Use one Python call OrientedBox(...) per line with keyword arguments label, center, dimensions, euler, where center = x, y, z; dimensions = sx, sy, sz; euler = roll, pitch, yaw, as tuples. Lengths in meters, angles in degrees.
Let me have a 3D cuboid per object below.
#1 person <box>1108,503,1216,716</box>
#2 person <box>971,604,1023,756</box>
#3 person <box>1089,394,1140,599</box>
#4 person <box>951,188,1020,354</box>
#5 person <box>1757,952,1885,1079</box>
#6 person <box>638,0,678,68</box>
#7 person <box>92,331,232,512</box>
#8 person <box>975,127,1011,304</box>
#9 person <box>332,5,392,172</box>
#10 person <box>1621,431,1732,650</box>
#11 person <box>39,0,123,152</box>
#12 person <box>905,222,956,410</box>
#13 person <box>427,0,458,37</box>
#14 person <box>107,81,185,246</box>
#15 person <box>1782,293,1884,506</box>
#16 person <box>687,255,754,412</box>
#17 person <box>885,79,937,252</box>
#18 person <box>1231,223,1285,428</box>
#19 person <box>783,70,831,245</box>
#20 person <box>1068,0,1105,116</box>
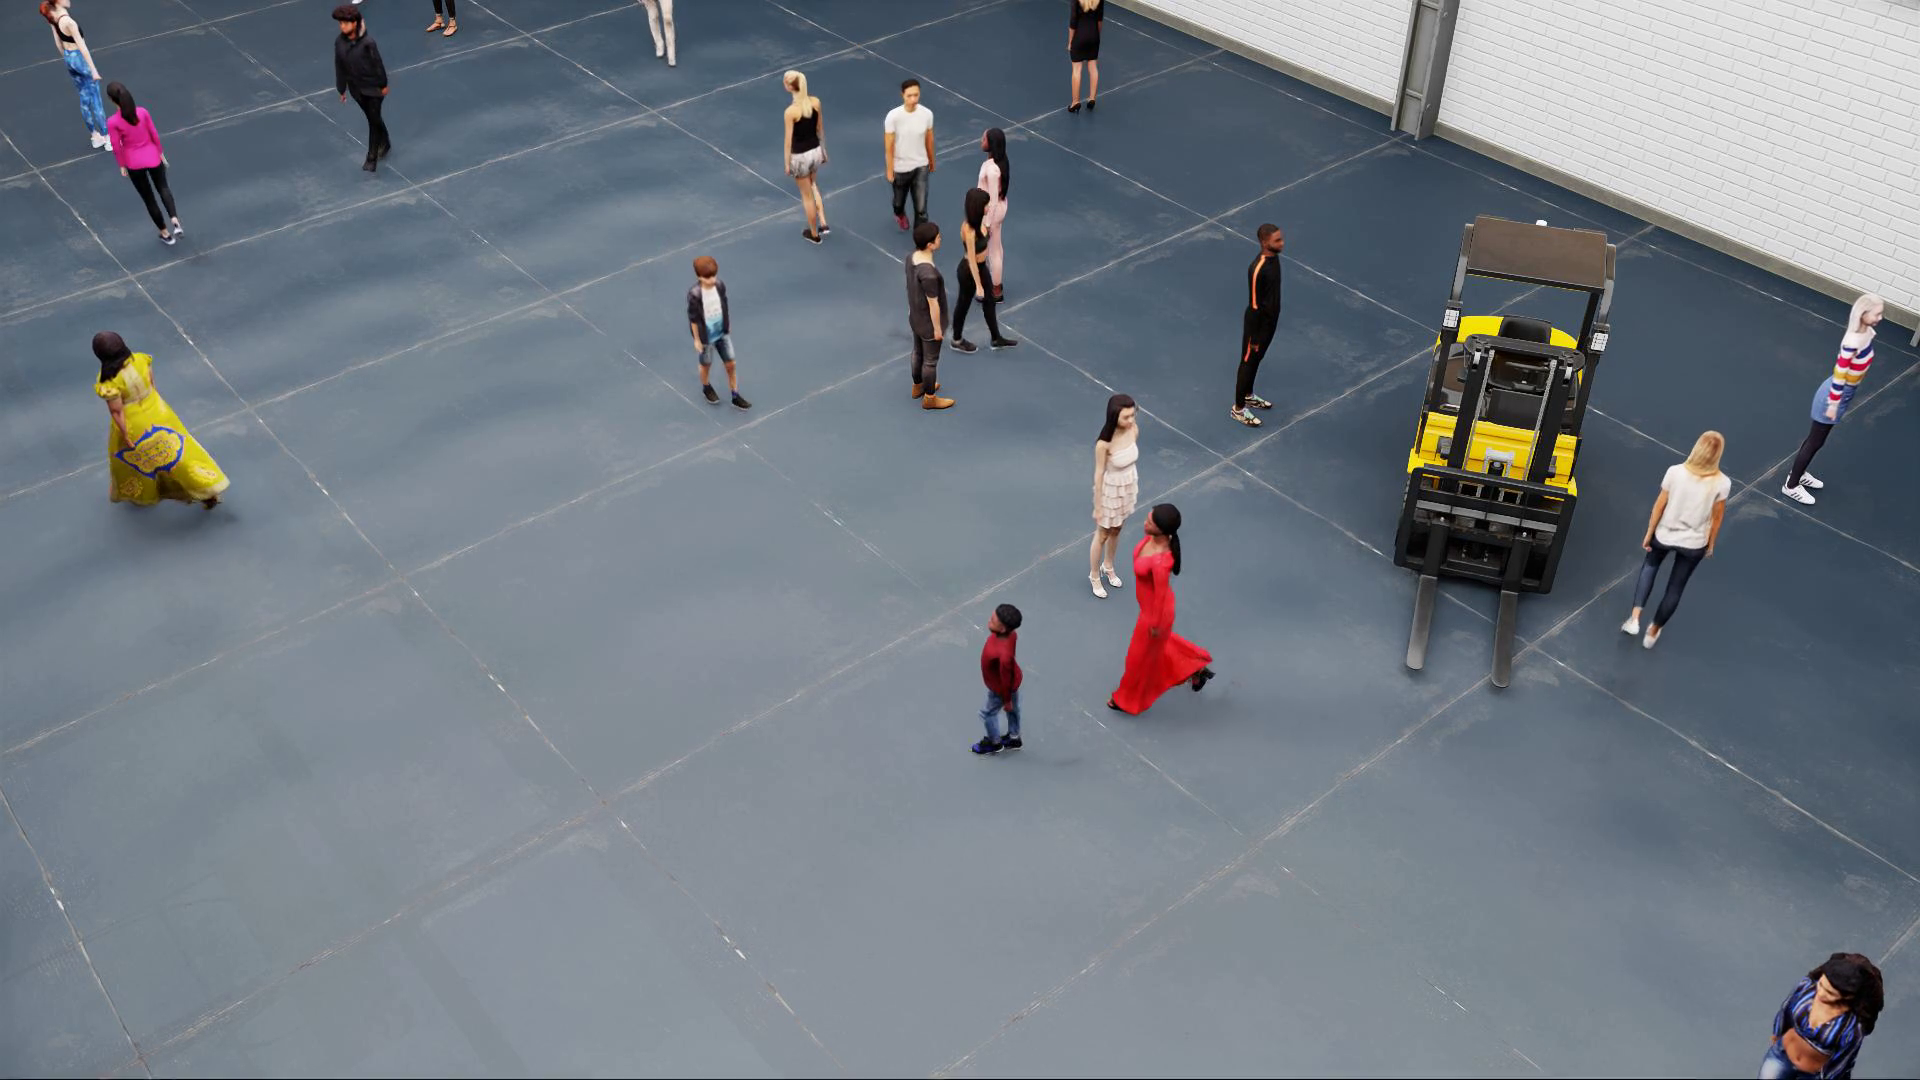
OrientedBox(label="person", center=(1.366, 0.474, 11.046), dimensions=(1.028, 1.767, 0.979), euler=(1, 39, 2))
OrientedBox(label="person", center=(0.346, 0.925, 10.892), dimensions=(0.686, 1.244, 0.628), euler=(6, 39, 7))
OrientedBox(label="person", center=(1.117, -0.327, 12.066), dimensions=(0.571, 1.735, 0.525), euler=(-30, 47, -32))
OrientedBox(label="person", center=(0.035, -2.372, 14.713), dimensions=(0.952, 1.628, 0.842), euler=(10, 40, 12))
OrientedBox(label="person", center=(4.327, 2.654, 8.439), dimensions=(0.743, 1.604, 0.913), euler=(-20, 43, -24))
OrientedBox(label="person", center=(-3.666, -6.693, 19.970), dimensions=(0.959, 1.818, 1.083), euler=(-3, 39, -4))
OrientedBox(label="person", center=(-6.241, -0.875, 12.852), dimensions=(1.279, 1.621, 1.004), euler=(19, 42, 22))
OrientedBox(label="person", center=(0.310, -3.024, 15.455), dimensions=(0.752, 1.721, 0.691), euler=(3, 39, 4))
OrientedBox(label="person", center=(-6.324, -4.870, 17.761), dimensions=(1.099, 1.727, 1.127), euler=(5, 39, 6))
OrientedBox(label="person", center=(4.971, 0.064, 11.524), dimensions=(0.683, 1.801, 0.764), euler=(21, 43, 24))
OrientedBox(label="person", center=(-9.518, -5.099, 18.007), dimensions=(0.626, 1.787, 0.715), euler=(20, 43, 23))
OrientedBox(label="person", center=(-0.287, -1.901, 14.052), dimensions=(0.737, 1.717, 0.578), euler=(-16, 41, -19))
OrientedBox(label="person", center=(-6.539, -7.202, 20.602), dimensions=(0.578, 1.827, 0.725), euler=(20, 43, 24))
OrientedBox(label="person", center=(-7.947, -3.650, 16.268), dimensions=(0.618, 1.695, 0.637), euler=(-30, 48, -32))
OrientedBox(label="person", center=(6.843, -1.131, 13.015), dimensions=(0.588, 1.808, 0.689), euler=(27, 46, 30))
OrientedBox(label="person", center=(-2.147, -1.795, 14.152), dimensions=(0.549, 1.426, 0.789), euler=(-27, 46, -30))
OrientedBox(label="person", center=(-0.509, -3.686, 16.249), dimensions=(1.002, 1.773, 1.224), euler=(-9, 39, -11))
OrientedBox(label="person", center=(2.495, -1.823, 13.881), dimensions=(0.665, 1.808, 0.689), euler=(18, 42, 21))
OrientedBox(label="person", center=(-1.454, -3.704, 16.219), dimensions=(0.618, 1.829, 0.627), euler=(-26, 46, -29))
OrientedBox(label="person", center=(1.413, -5.634, 18.758), dimensions=(0.600, 1.677, 0.563), euler=(-14, 41, -16))
